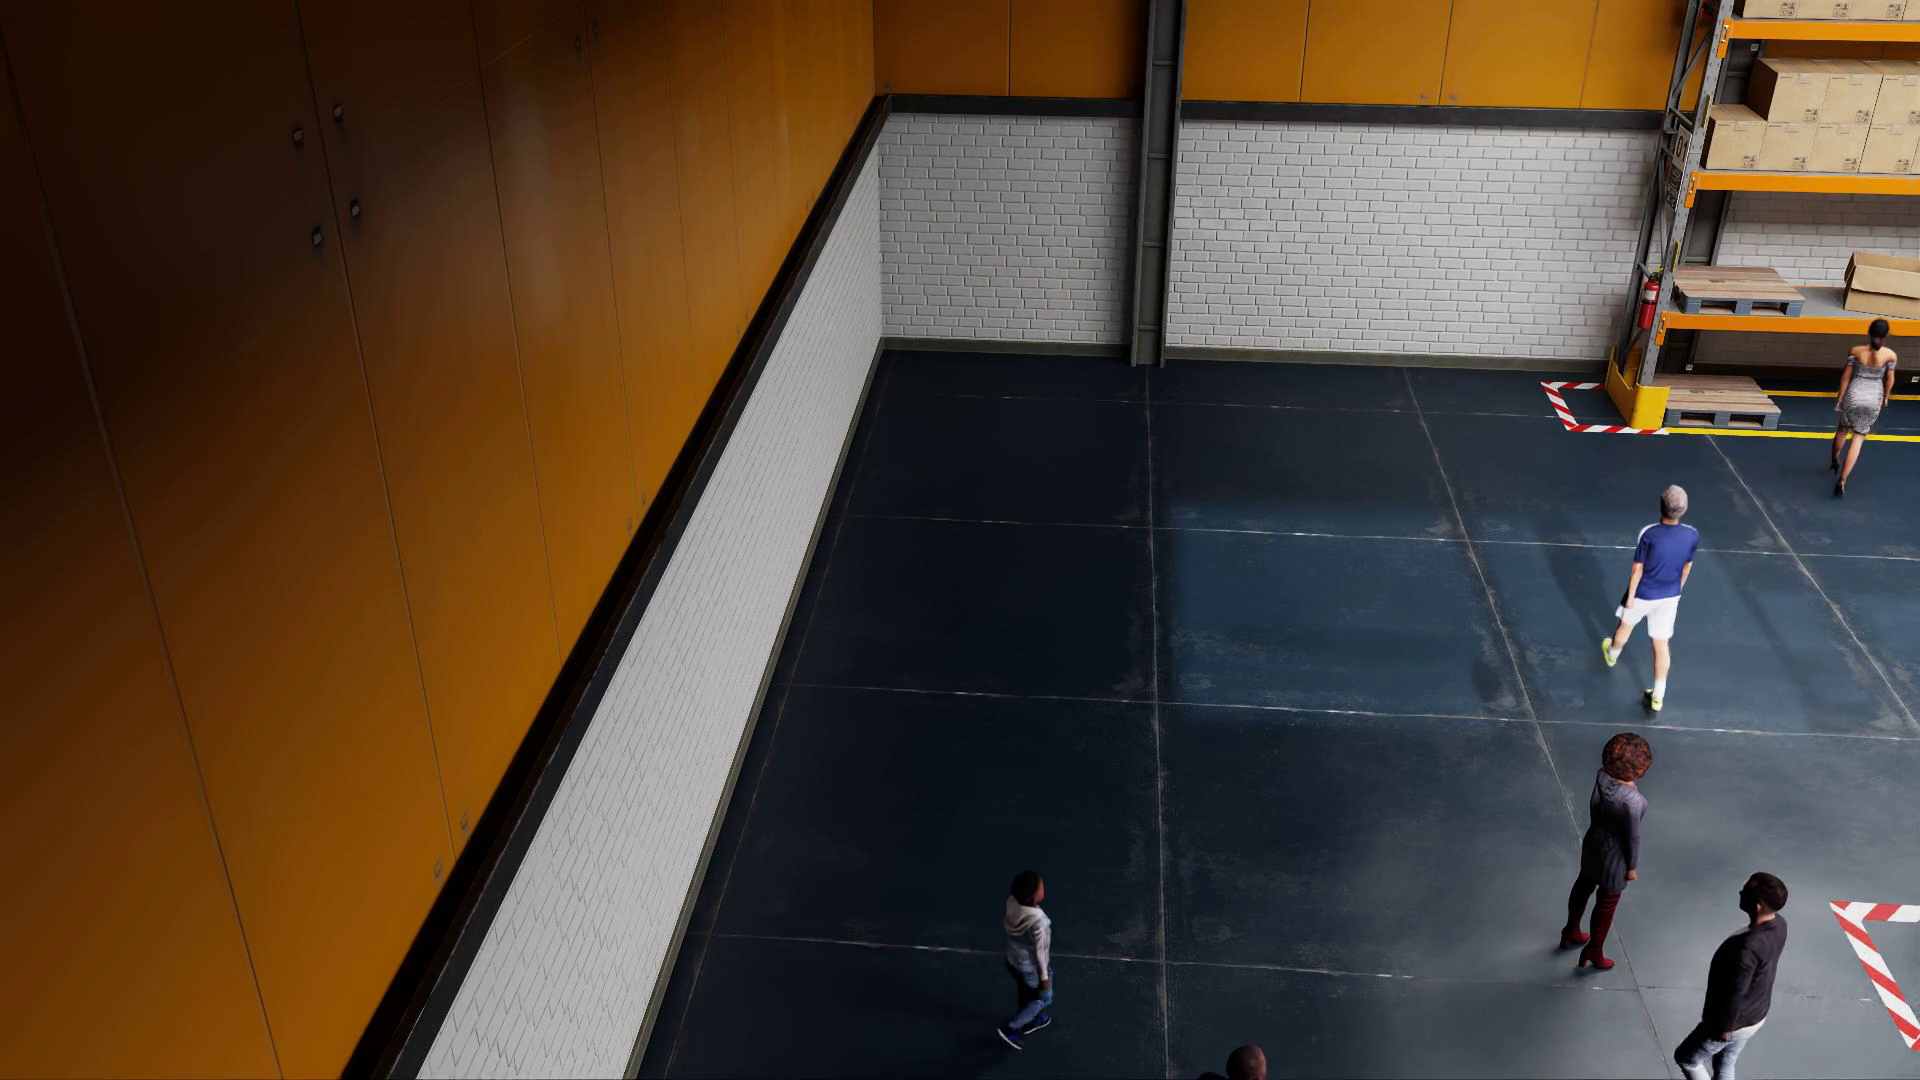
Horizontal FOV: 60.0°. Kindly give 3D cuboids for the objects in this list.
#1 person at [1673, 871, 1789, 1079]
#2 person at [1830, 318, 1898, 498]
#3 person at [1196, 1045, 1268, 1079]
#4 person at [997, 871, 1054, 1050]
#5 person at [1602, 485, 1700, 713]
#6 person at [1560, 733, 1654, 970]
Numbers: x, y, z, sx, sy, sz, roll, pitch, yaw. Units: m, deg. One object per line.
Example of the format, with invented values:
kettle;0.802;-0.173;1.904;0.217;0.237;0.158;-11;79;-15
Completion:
person;4.322;2.631;9.112;0.793;1.824;0.841;-25;37;-37
person;8.827;-1.268;16.300;0.994;1.786;0.946;17;33;29
person;1.260;3.208;8.099;1.205;1.782;1.187;23;36;36
person;0.367;2.514;9.922;0.749;1.255;0.671;-17;33;-28
person;5.502;0.485;13.085;1.132;1.787;0.750;1;29;2
person;4.077;1.954;10.473;0.629;1.711;0.646;-8;30;-14
